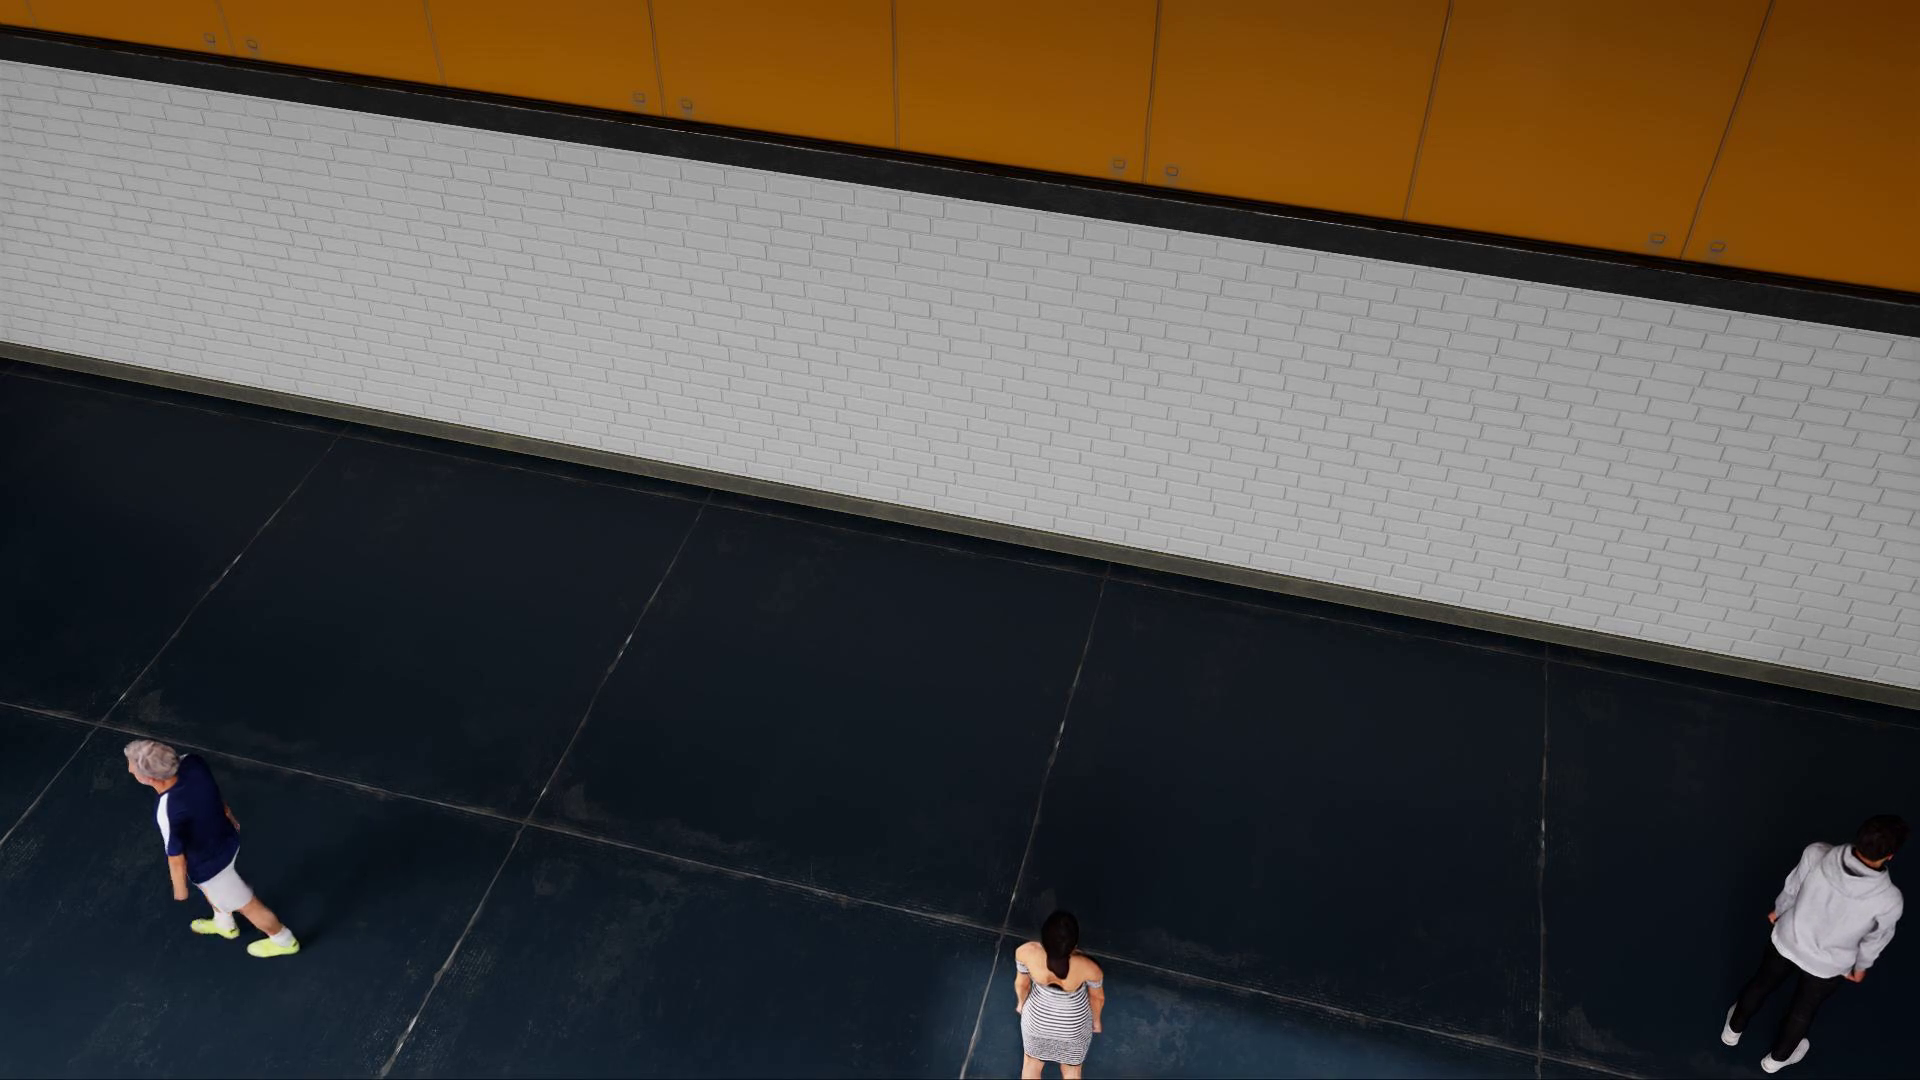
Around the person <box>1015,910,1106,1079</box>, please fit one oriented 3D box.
[{"bbox_3d":[0.470,2.372,8.143,0.584,1.822,0.523,10,44,10],"label":"person"}]

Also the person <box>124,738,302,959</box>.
[{"bbox_3d":[-3.913,1.667,8.890,0.889,1.813,0.910,-4,44,-5],"label":"person"}]

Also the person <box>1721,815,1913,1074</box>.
[{"bbox_3d":[4.331,2.038,8.416,0.777,1.929,0.766,-32,52,-29],"label":"person"}]
